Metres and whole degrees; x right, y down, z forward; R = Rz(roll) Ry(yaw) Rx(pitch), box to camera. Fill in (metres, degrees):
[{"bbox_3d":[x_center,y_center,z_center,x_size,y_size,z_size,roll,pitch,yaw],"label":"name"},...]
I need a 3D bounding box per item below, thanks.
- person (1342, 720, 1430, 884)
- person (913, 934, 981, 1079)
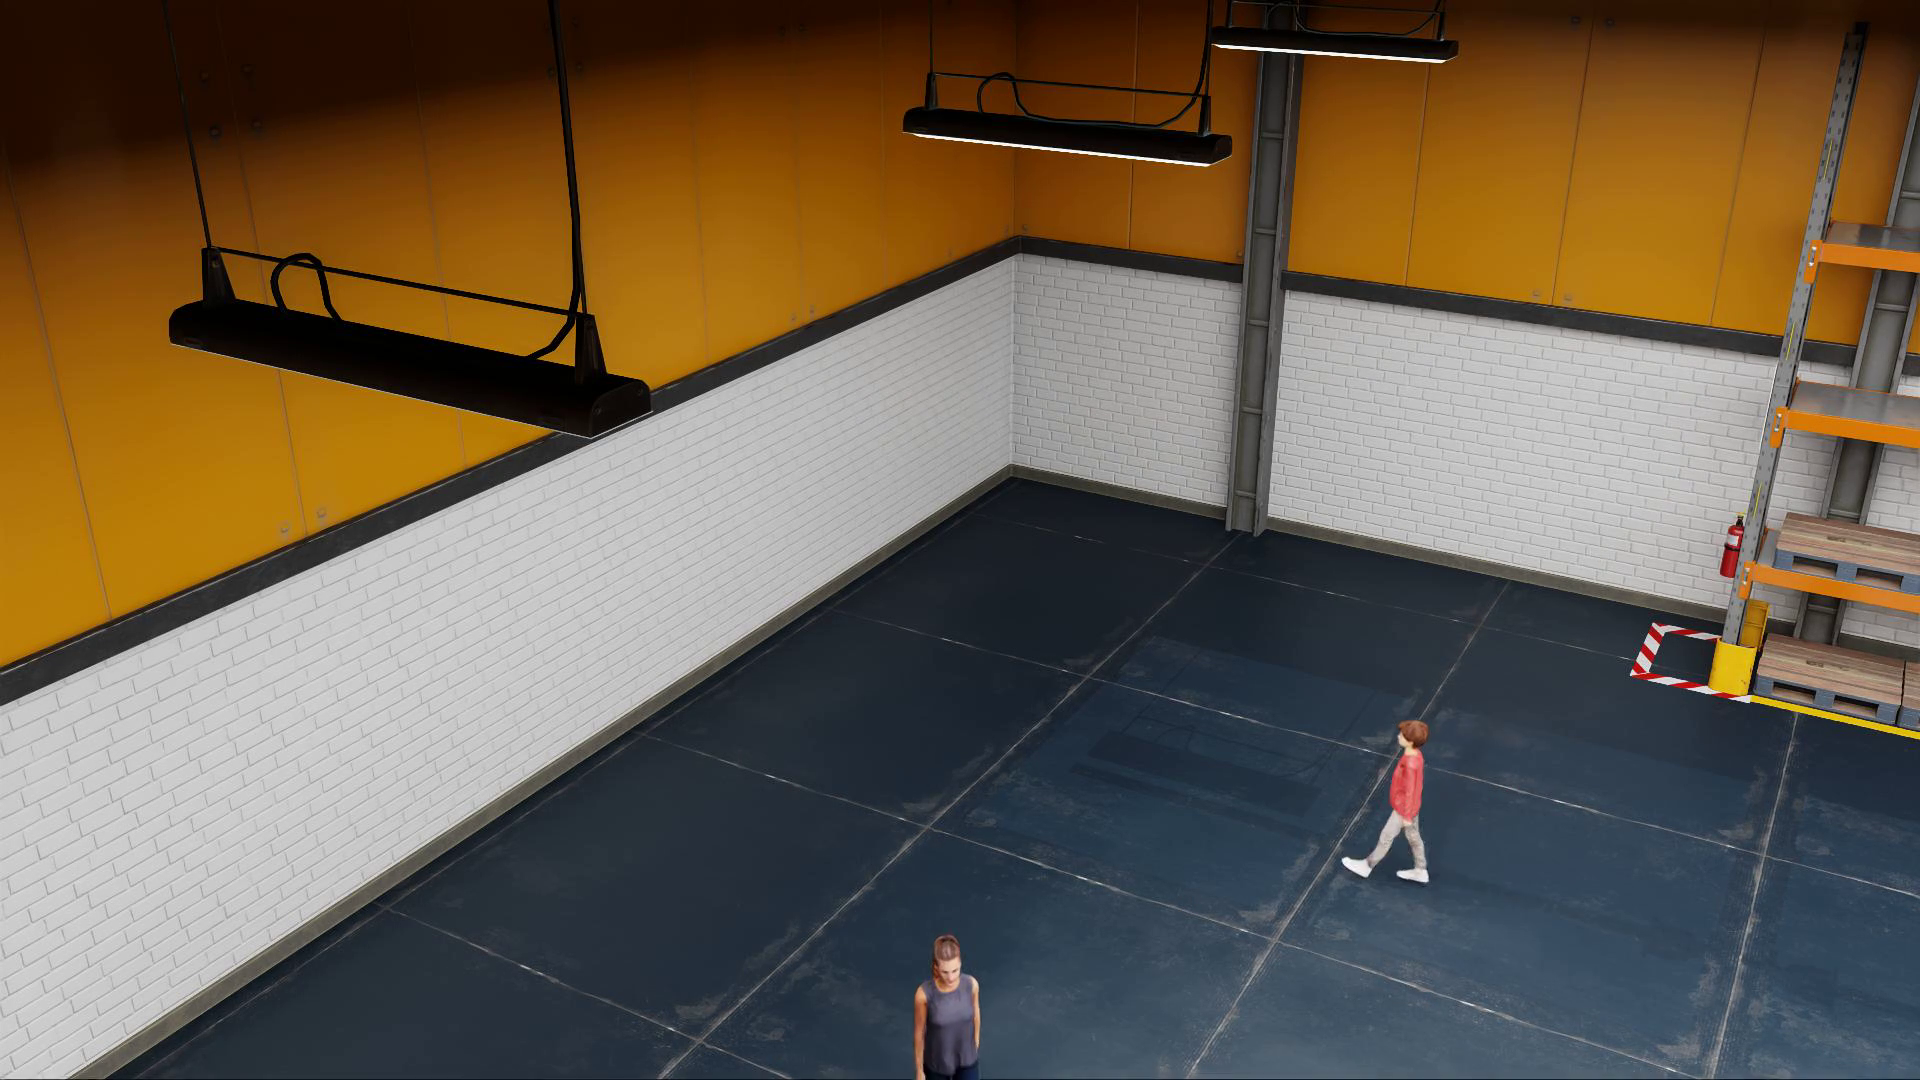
[{"bbox_3d":[3.469,2.028,12.680,0.889,1.389,0.586,9,25,20],"label":"person"},{"bbox_3d":[-0.089,3.051,9.947,0.823,1.705,0.872,-4,24,-10],"label":"person"}]
